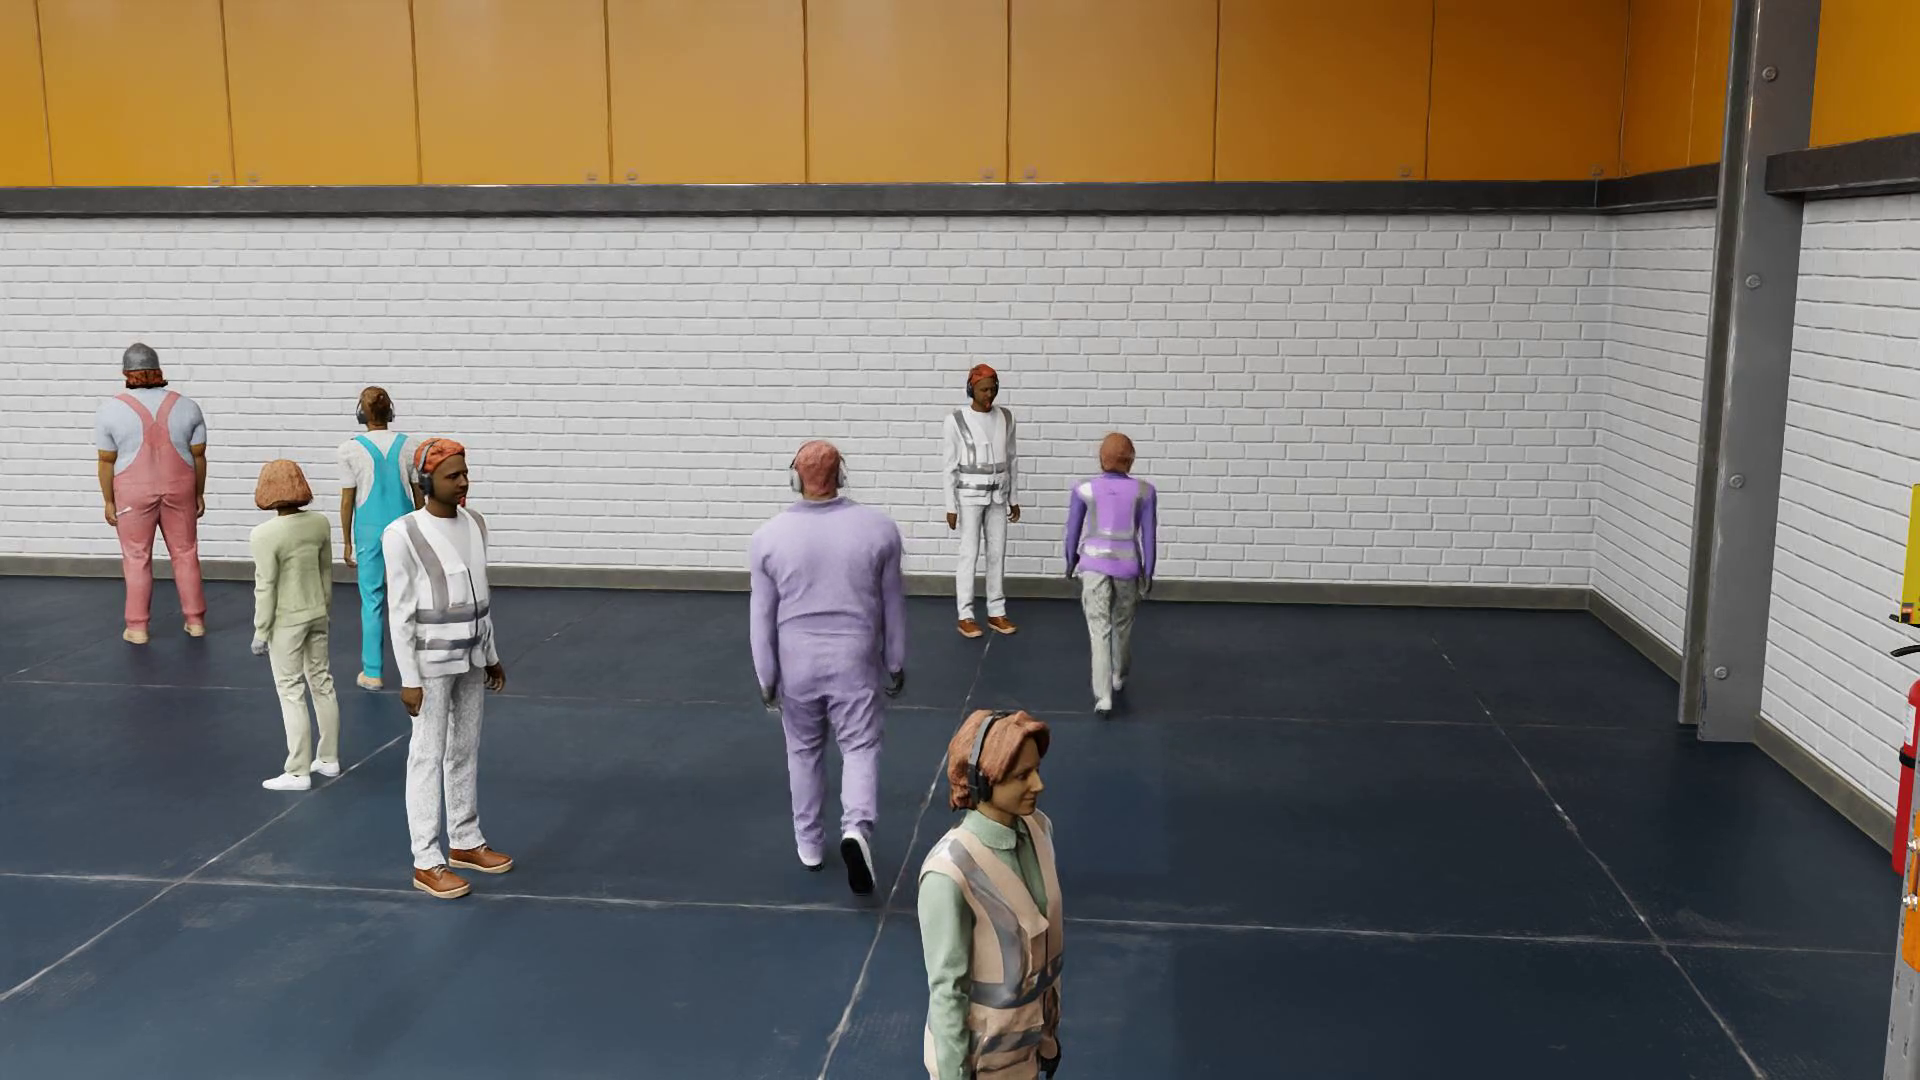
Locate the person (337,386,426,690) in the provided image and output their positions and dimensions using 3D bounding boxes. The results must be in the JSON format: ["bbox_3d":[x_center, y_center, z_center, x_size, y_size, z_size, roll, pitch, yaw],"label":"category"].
[{"bbox_3d":[-3.486,-0.013,10.086,0.502,1.837,0.350,-6,12,-32],"label":"person"}]

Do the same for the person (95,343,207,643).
[{"bbox_3d":[-5.492,-0.332,11.314,0.683,2.000,0.535,-8,12,-37],"label":"person"}]

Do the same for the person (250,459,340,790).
[{"bbox_3d":[-3.285,0.414,8.200,0.280,1.636,0.501,3,10,19],"label":"person"}]

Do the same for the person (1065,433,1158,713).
[{"bbox_3d":[0.878,0.176,9.673,0.523,1.594,0.854,0,10,2],"label":"person"}]

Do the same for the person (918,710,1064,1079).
[{"bbox_3d":[0.075,1.182,3.792,0.309,1.641,0.514,5,11,26],"label":"person"}]

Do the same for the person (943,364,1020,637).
[{"bbox_3d":[0.149,-0.271,11.435,0.586,1.879,0.357,-6,12,-32],"label":"person"}]

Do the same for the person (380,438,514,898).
[{"bbox_3d":[-2.118,0.517,6.906,0.355,1.883,0.574,4,11,22],"label":"person"}]

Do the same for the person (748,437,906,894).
[{"bbox_3d":[-0.546,0.519,6.897,0.652,1.881,0.733,-1,10,-4],"label":"person"}]
